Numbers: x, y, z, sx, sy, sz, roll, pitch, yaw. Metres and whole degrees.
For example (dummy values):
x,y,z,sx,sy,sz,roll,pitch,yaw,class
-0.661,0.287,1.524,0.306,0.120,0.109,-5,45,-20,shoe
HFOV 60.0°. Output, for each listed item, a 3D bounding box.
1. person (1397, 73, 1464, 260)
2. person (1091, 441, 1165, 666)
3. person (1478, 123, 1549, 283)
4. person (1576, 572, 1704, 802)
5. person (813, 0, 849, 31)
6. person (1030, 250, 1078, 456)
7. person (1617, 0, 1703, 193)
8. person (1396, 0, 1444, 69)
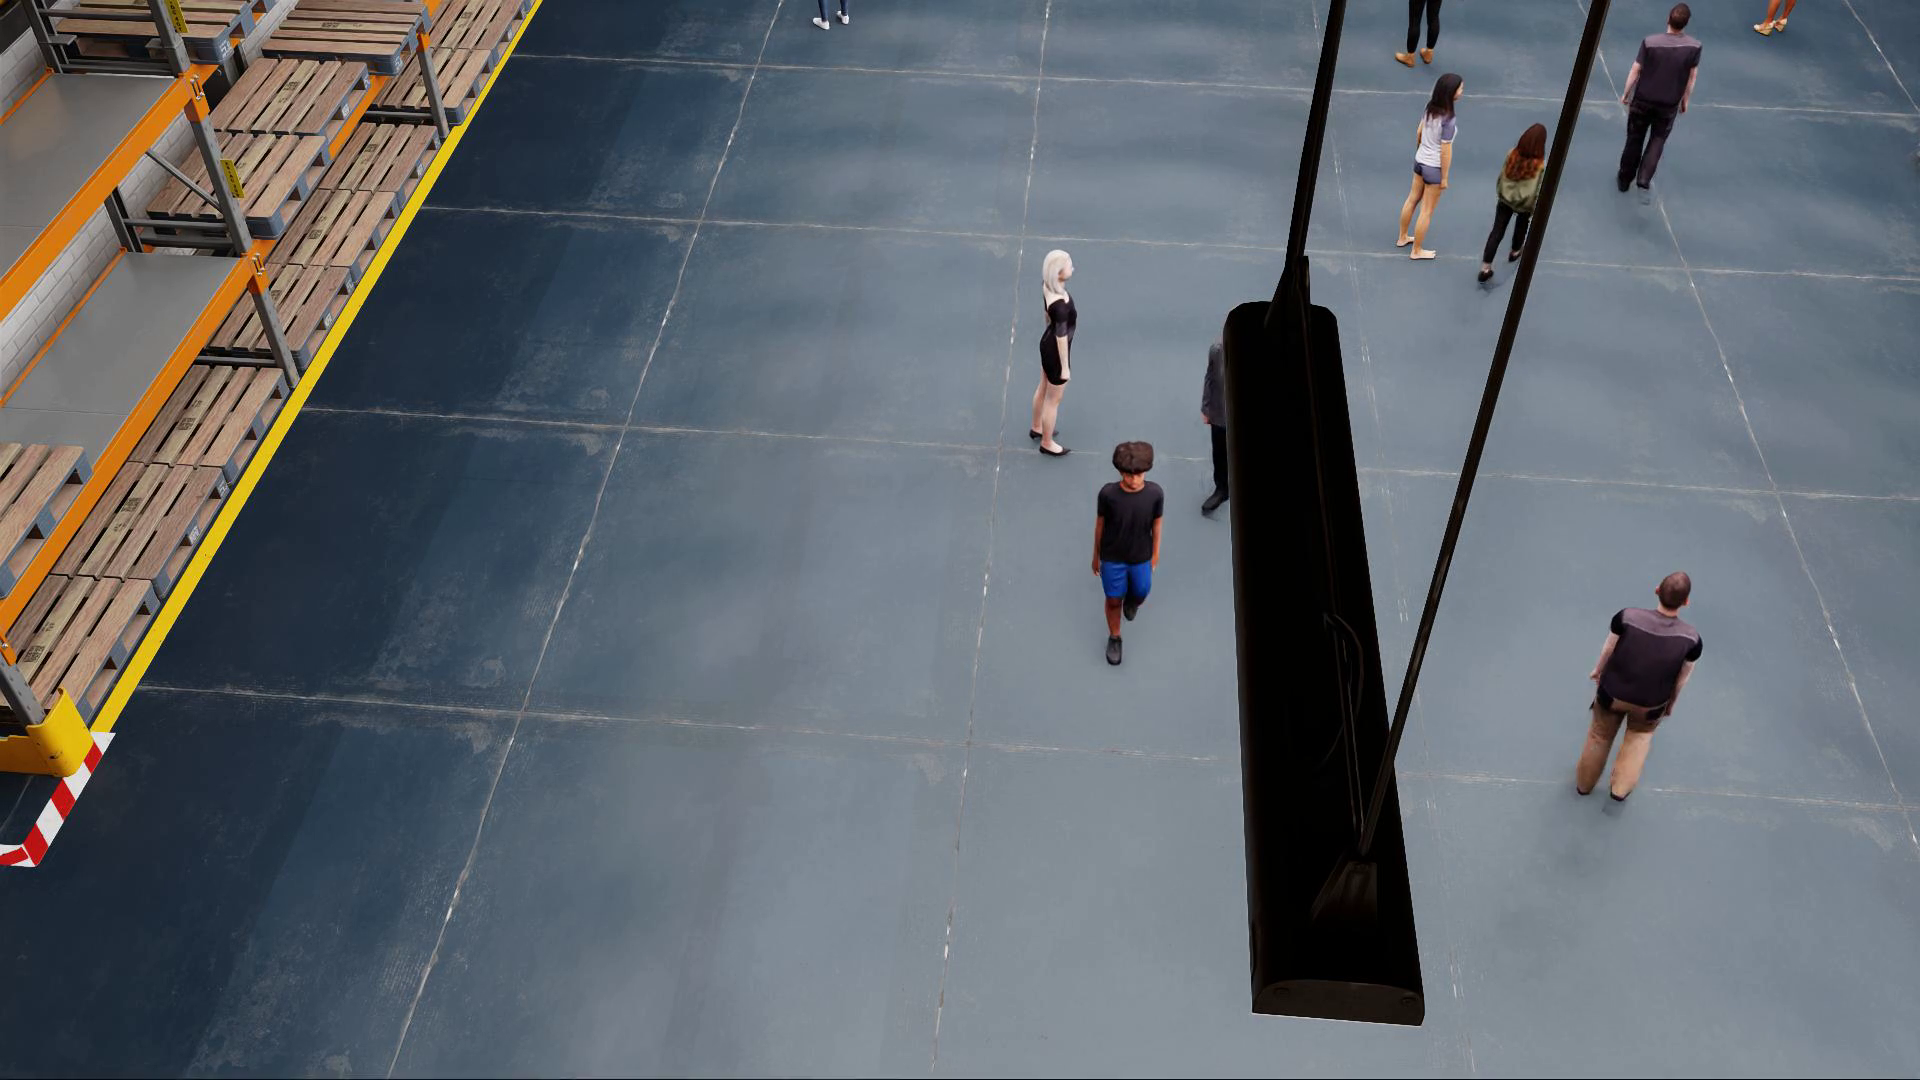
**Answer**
x,y,z,sx,sy,sz,roll,pitch,yaw,class
4.116,-3.275,14.519,0.712,1.733,0.568,-13,45,-14,person
1.095,0.014,11.029,0.606,1.786,0.848,2,44,2,person
4.750,-2.872,14.307,0.914,1.441,1.069,29,50,27,person
4.028,0.962,10.005,0.778,1.824,0.793,19,47,18,person
-1.421,-6.316,17.713,0.689,1.731,0.709,-21,47,-20,person
0.707,-1.398,12.480,0.687,1.829,0.545,-10,44,-10,person
6.348,-3.965,15.166,0.808,1.840,0.791,13,45,13,person
4.825,-5.714,17.091,0.667,1.716,0.640,-10,45,-10,person
